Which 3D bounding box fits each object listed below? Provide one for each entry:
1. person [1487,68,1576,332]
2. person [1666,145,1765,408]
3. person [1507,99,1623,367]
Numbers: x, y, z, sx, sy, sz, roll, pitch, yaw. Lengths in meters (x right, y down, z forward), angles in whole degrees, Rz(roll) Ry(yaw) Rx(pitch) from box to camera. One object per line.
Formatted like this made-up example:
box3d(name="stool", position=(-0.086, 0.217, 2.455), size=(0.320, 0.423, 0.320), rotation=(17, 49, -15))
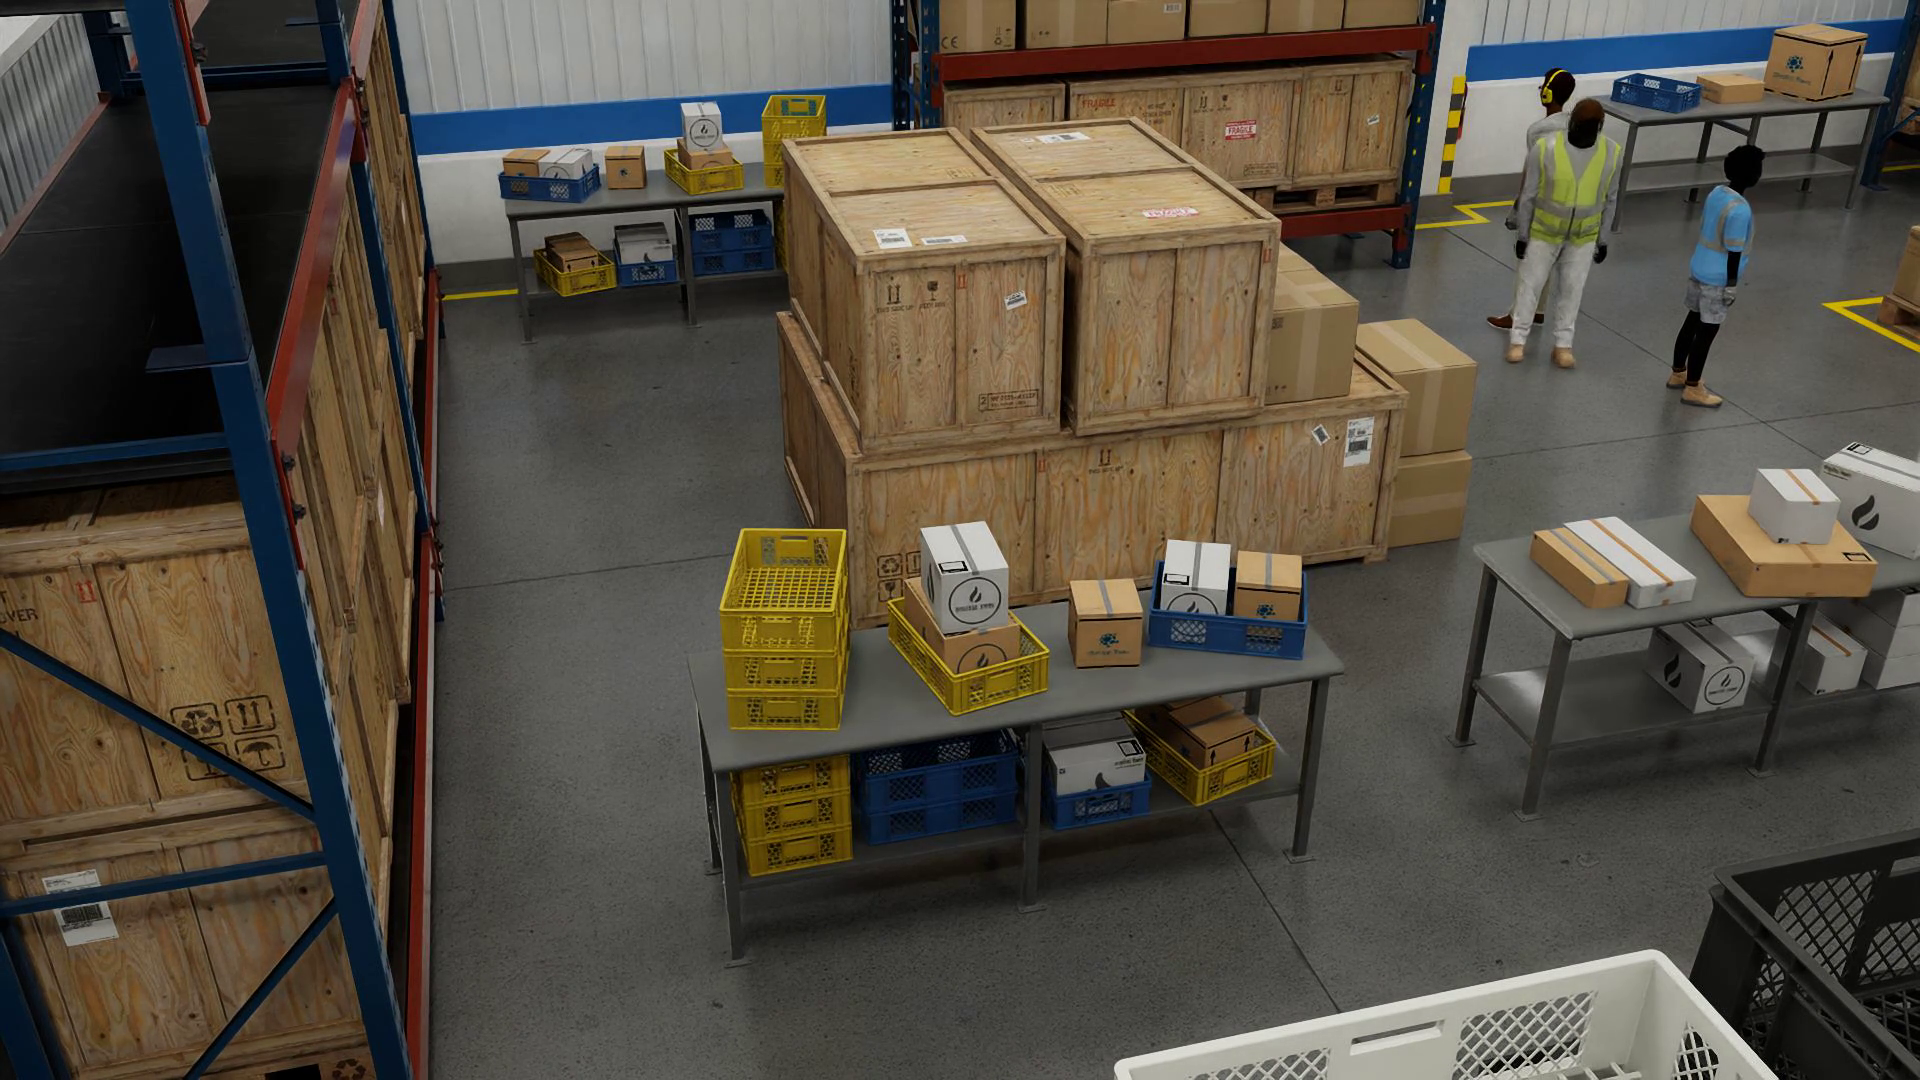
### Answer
box3d(name="person", position=(4.099, -2.397, 11.793), size=(0.510, 1.872, 0.328), rotation=(-17, 33, -28))
box3d(name="person", position=(4.880, -1.703, 10.711), size=(0.317, 1.696, 0.539), rotation=(1, 29, 2))
box3d(name="person", position=(4.068, -2.054, 11.222), size=(0.625, 1.830, 0.451), rotation=(4, 29, 8))
